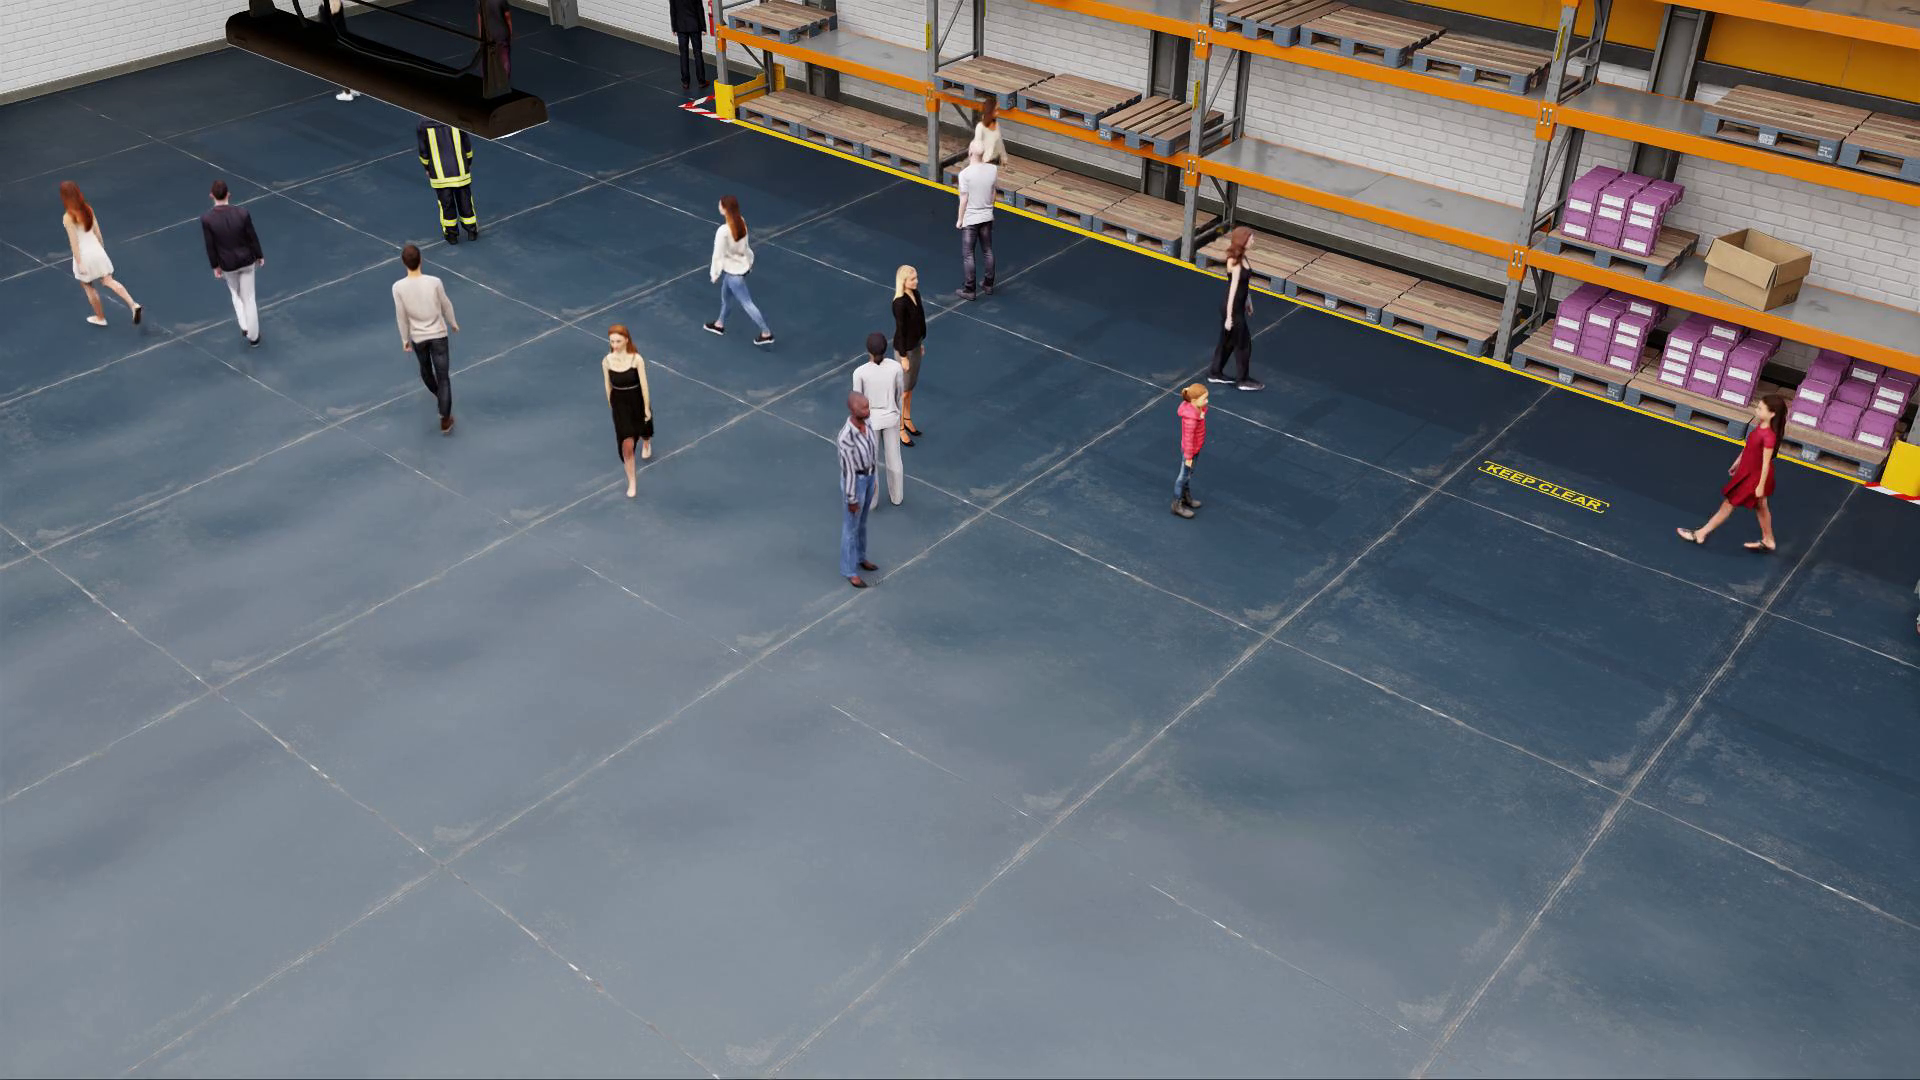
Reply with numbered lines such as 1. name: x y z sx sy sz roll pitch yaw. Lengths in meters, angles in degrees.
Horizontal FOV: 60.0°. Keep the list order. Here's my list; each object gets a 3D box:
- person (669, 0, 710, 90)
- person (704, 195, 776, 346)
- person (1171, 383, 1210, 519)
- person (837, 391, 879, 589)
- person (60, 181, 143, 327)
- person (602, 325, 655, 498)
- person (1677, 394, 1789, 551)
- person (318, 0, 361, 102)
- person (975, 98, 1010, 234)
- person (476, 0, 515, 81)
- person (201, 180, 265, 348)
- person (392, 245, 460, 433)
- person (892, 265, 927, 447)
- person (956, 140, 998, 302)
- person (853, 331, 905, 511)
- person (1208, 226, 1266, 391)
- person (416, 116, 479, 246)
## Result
1. person: -4.038 -7.630 24.738 0.746 1.801 0.825 0 34 0
2. person: -2.314 -2.811 17.625 1.203 1.649 0.834 15 36 21
3. person: 2.064 -0.828 14.943 0.575 1.314 0.562 12 35 18
4. person: -0.860 -0.447 13.936 0.661 1.794 0.697 12 35 18
5. person: -9.312 -3.041 17.933 1.077 1.690 0.764 12 36 18
6. person: -3.024 -1.264 15.356 1.016 1.584 1.088 -3 34 -5
7. person: 6.922 -0.538 14.331 1.138 1.508 0.868 8 34 12
8. person: -9.106 -7.296 24.338 0.618 1.685 0.657 15 36 21
9. person: 0.266 -4.566 20.245 0.619 1.671 0.654 23 40 30
10. person: -6.812 -7.421 24.469 1.102 1.750 1.157 -3 34 -5
11. person: -7.636 -2.878 17.566 0.785 1.825 0.805 -11 35 -16
12. person: -5.140 -1.906 16.117 1.149 1.811 1.254 -5 34 -7
13. person: -0.505 -1.769 15.881 0.665 1.843 0.678 11 35 16
14. person: 0.186 -3.595 18.639 0.727 1.831 0.667 -21 39 -29
15. person: -0.725 -1.075 14.935 0.712 1.735 0.724 -10 35 -15
16. person: 2.699 -2.361 16.876 0.931 1.728 0.805 10 35 15
17. person: -6.131 -4.500 19.913 0.879 1.927 0.837 -15 36 -21
